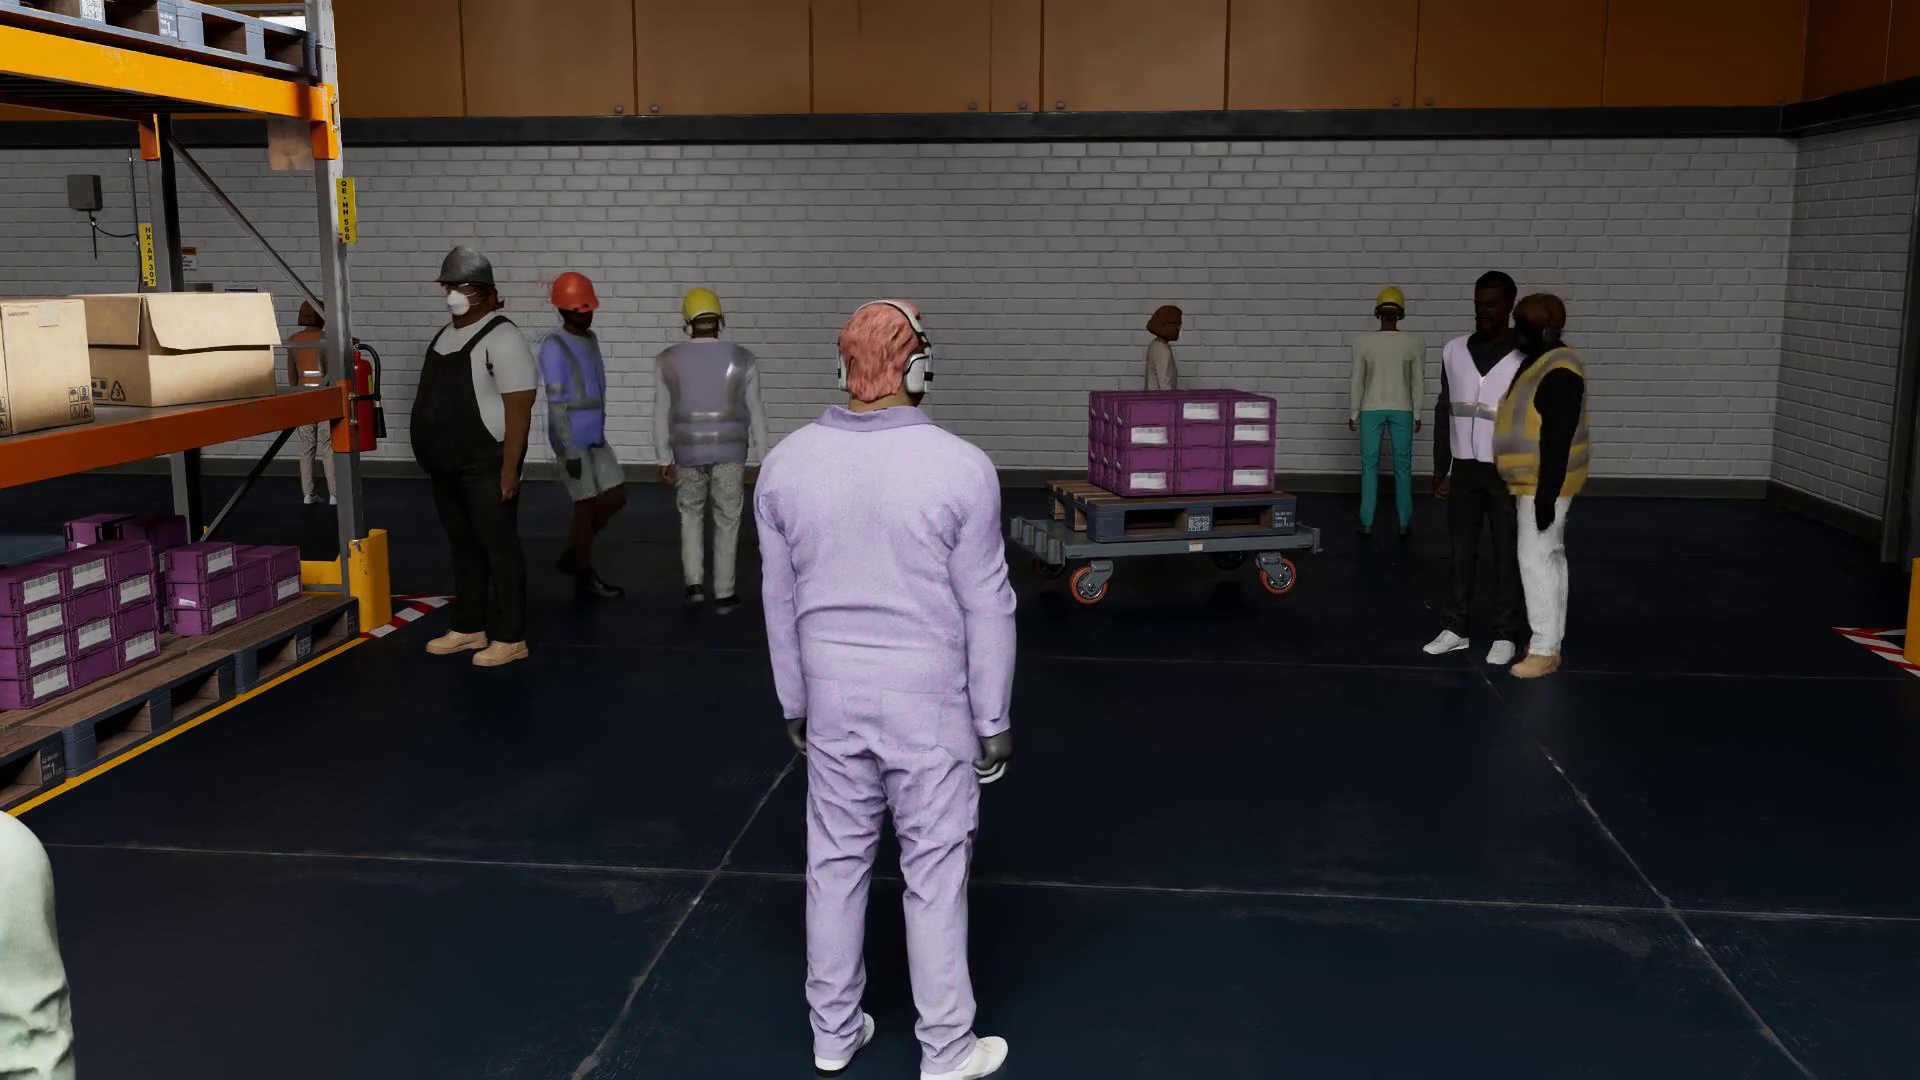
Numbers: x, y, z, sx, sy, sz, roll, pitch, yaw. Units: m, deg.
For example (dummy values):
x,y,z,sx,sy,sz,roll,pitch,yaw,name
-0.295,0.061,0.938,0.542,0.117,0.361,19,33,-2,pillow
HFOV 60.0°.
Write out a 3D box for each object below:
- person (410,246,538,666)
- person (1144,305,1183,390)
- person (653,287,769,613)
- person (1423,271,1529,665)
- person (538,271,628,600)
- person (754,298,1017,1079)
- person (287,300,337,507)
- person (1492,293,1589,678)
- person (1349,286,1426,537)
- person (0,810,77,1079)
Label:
x,y,z,sx,sy,sz,roll,pitch,yaw,name
-2.411,-0.407,8.141,0.688,2.000,0.539,8,13,39,person
1.475,-0.899,12.160,0.293,1.623,0.509,0,10,-3,person
-1.373,-0.486,9.251,0.636,1.819,0.446,0,10,1,person
2.612,-0.358,8.210,0.590,1.919,0.391,9,13,42,person
-2.136,-0.564,9.438,0.389,1.903,0.589,2,10,13,person
-0.157,0.383,3.997,0.643,1.910,0.411,4,11,23,person
-5.055,-1.075,13.116,0.514,1.640,0.310,3,10,18,person
2.759,-0.255,7.955,0.433,1.825,0.697,2,10,11,person
3.004,-0.899,11.745,0.526,1.769,0.330,2,10,9,person
-1.353,0.860,2.054,0.505,1.633,0.279,-1,10,-7,person
